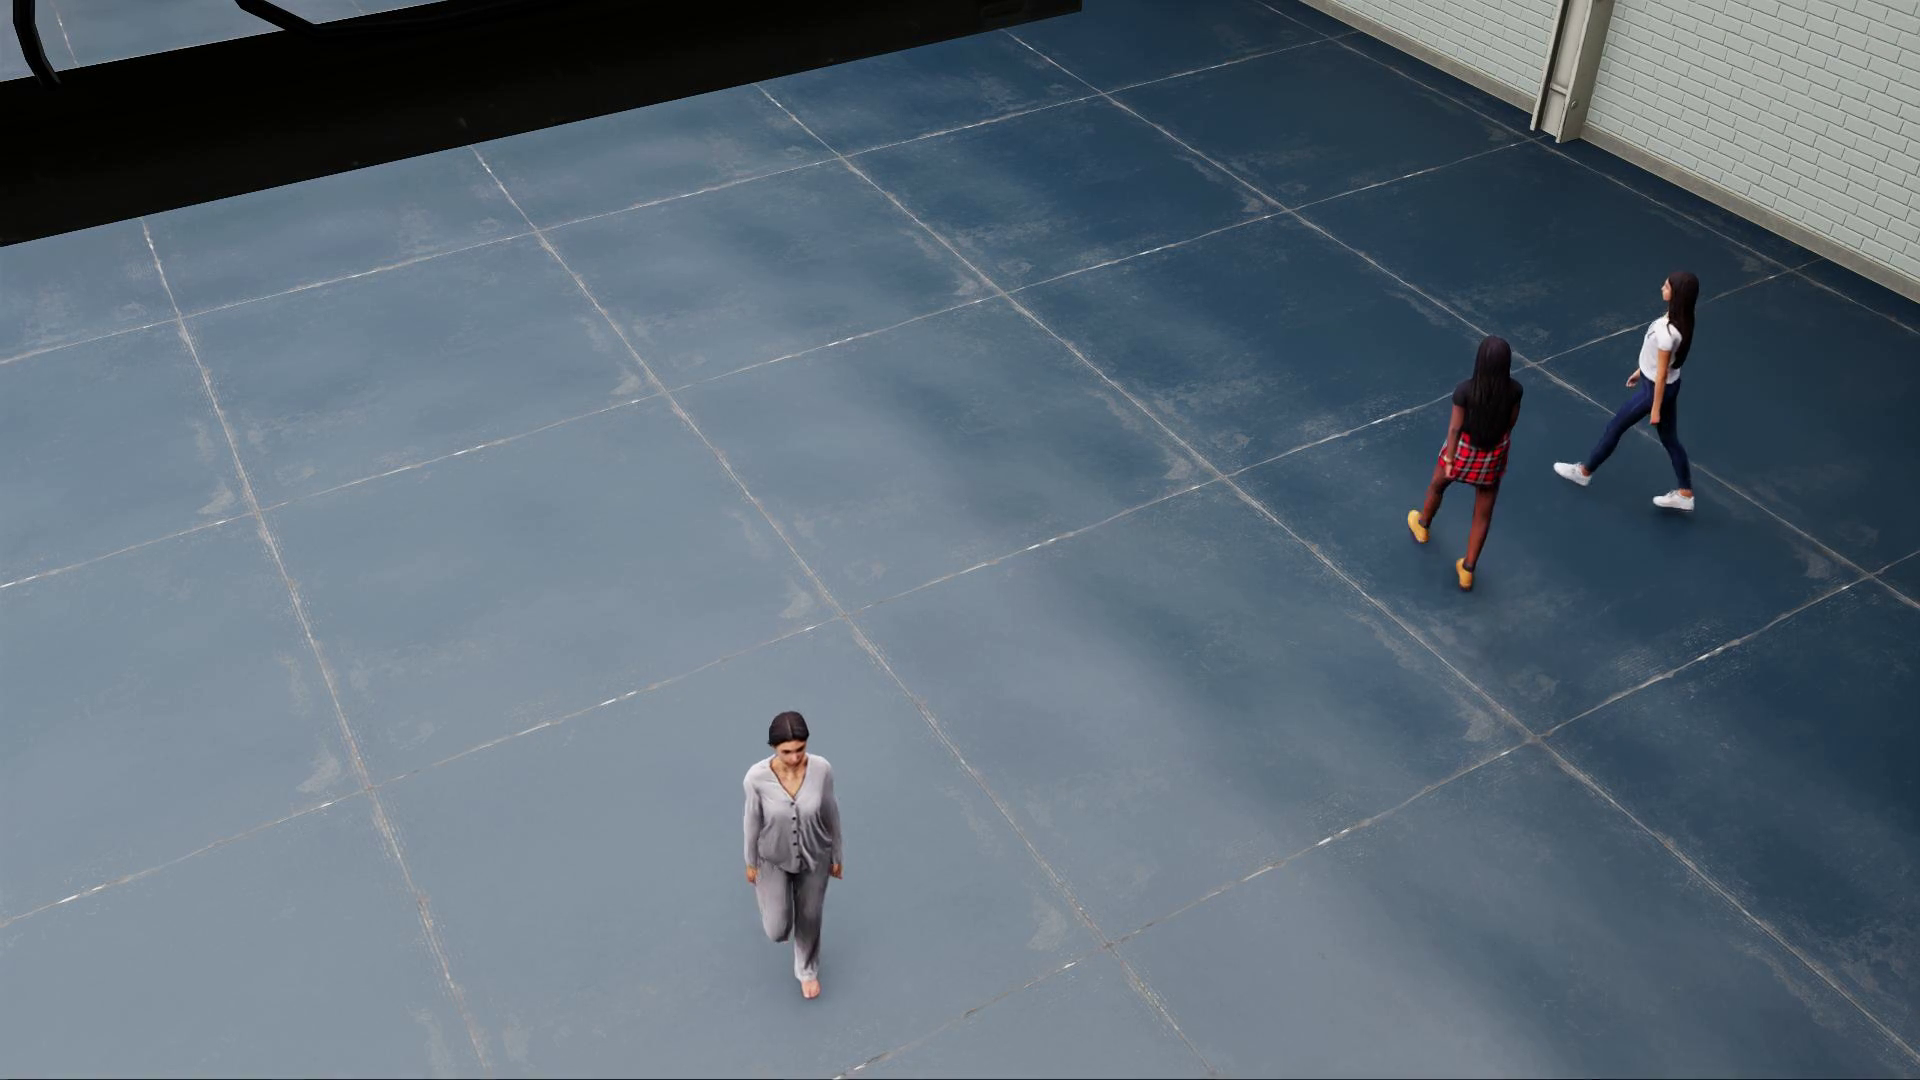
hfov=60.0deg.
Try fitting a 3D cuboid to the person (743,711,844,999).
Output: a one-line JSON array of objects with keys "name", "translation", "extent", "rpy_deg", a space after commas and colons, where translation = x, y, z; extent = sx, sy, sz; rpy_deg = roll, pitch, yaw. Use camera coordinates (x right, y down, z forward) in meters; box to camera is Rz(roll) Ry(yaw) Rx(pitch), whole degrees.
[{"name": "person", "translation": [-0.816, 1.435, 7.918], "extent": [0.720, 1.763, 0.810], "rpy_deg": [-9, 39, -11]}]

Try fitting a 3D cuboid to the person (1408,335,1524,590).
[{"name": "person", "translation": [3.240, -0.437, 10.366], "extent": [0.902, 1.695, 1.067], "rpy_deg": [1, 38, 1]}]

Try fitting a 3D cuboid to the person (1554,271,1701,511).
[{"name": "person", "translation": [4.698, -0.932, 10.976], "extent": [1.240, 1.723, 0.896], "rpy_deg": [23, 44, 27]}]
